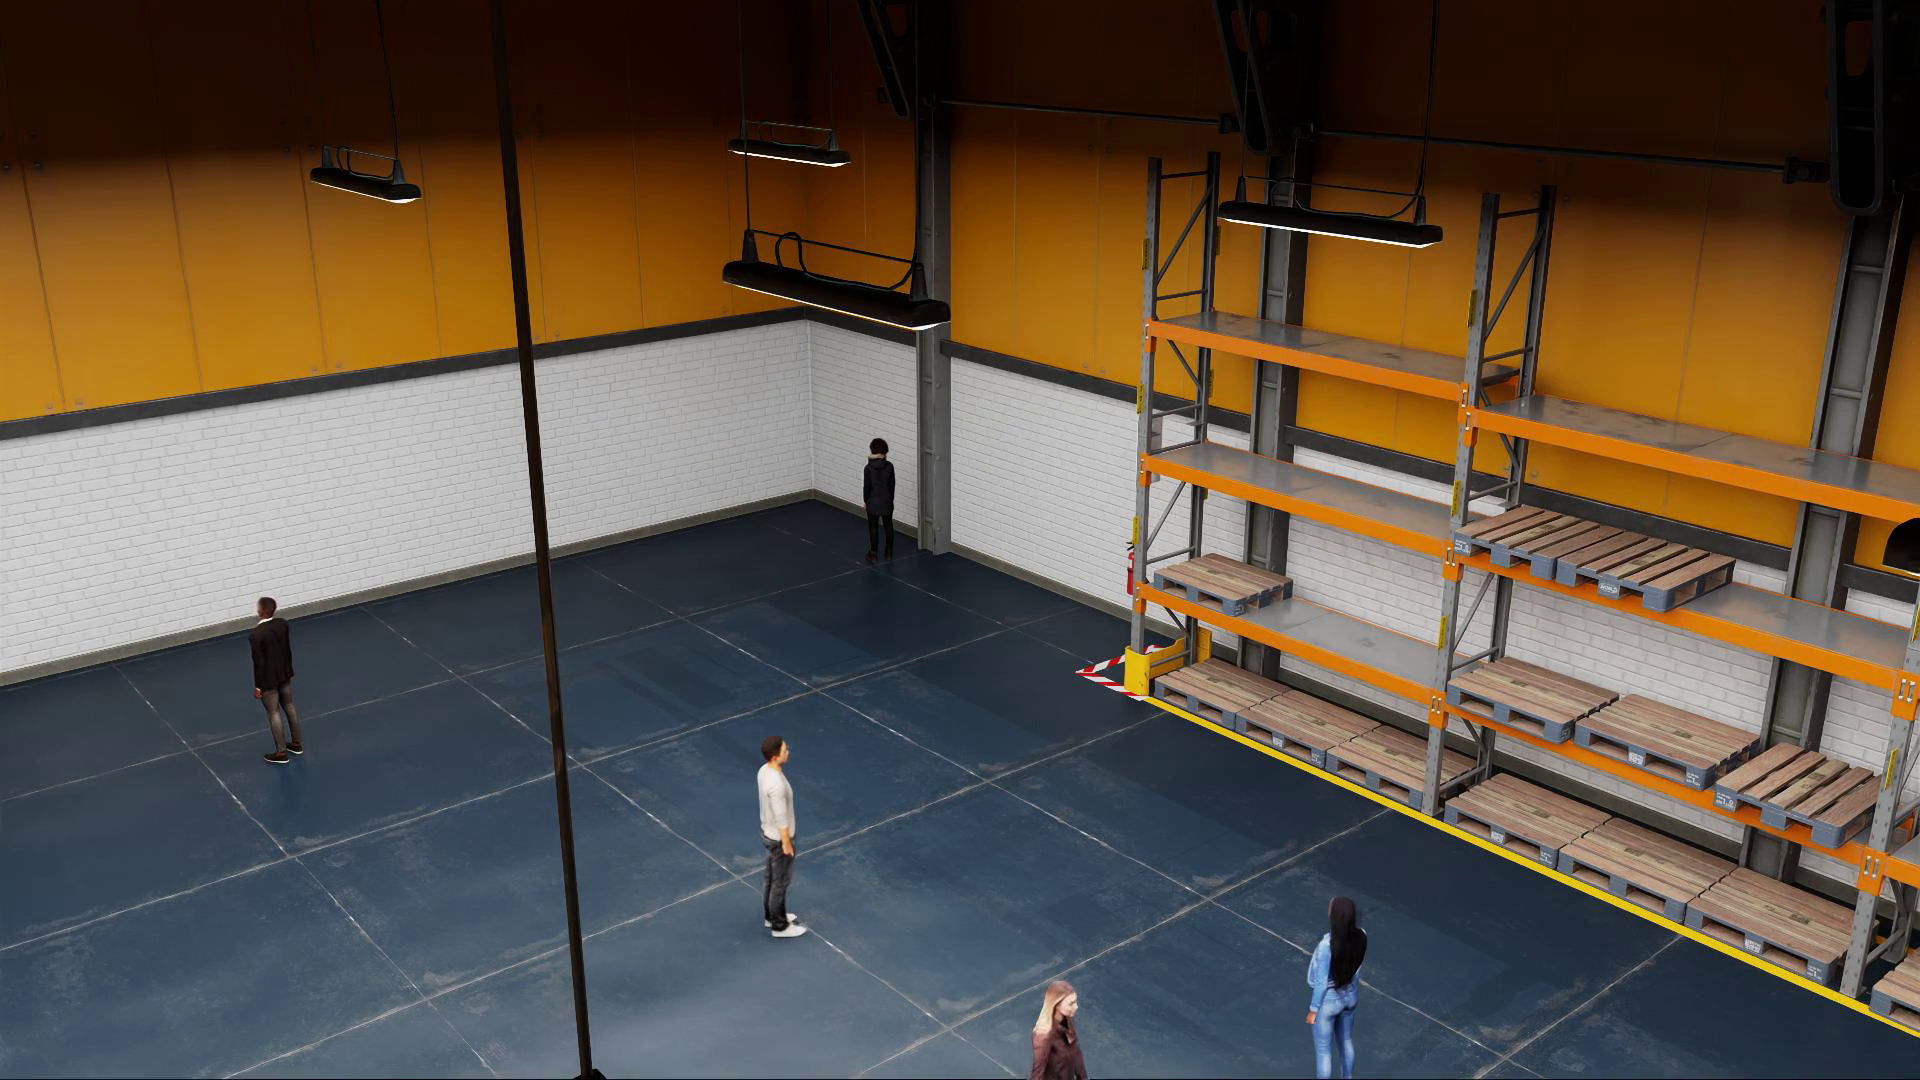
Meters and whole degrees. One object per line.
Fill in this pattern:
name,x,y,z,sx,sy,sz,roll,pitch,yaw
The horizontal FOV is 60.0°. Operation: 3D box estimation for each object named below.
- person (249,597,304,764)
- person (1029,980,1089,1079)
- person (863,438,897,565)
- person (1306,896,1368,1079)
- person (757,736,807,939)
person,-7.087,1.427,17.212,0.733,1.799,0.740,7,20,20
person,0.527,3.608,10.918,1.000,1.681,0.842,9,21,26
person,-1.111,-0.553,23.117,0.700,1.781,0.708,-7,20,-20
person,2.666,3.295,11.799,0.629,1.713,0.543,-12,22,-31
person,-1.558,2.486,14.046,0.783,1.812,0.611,-7,20,-20
